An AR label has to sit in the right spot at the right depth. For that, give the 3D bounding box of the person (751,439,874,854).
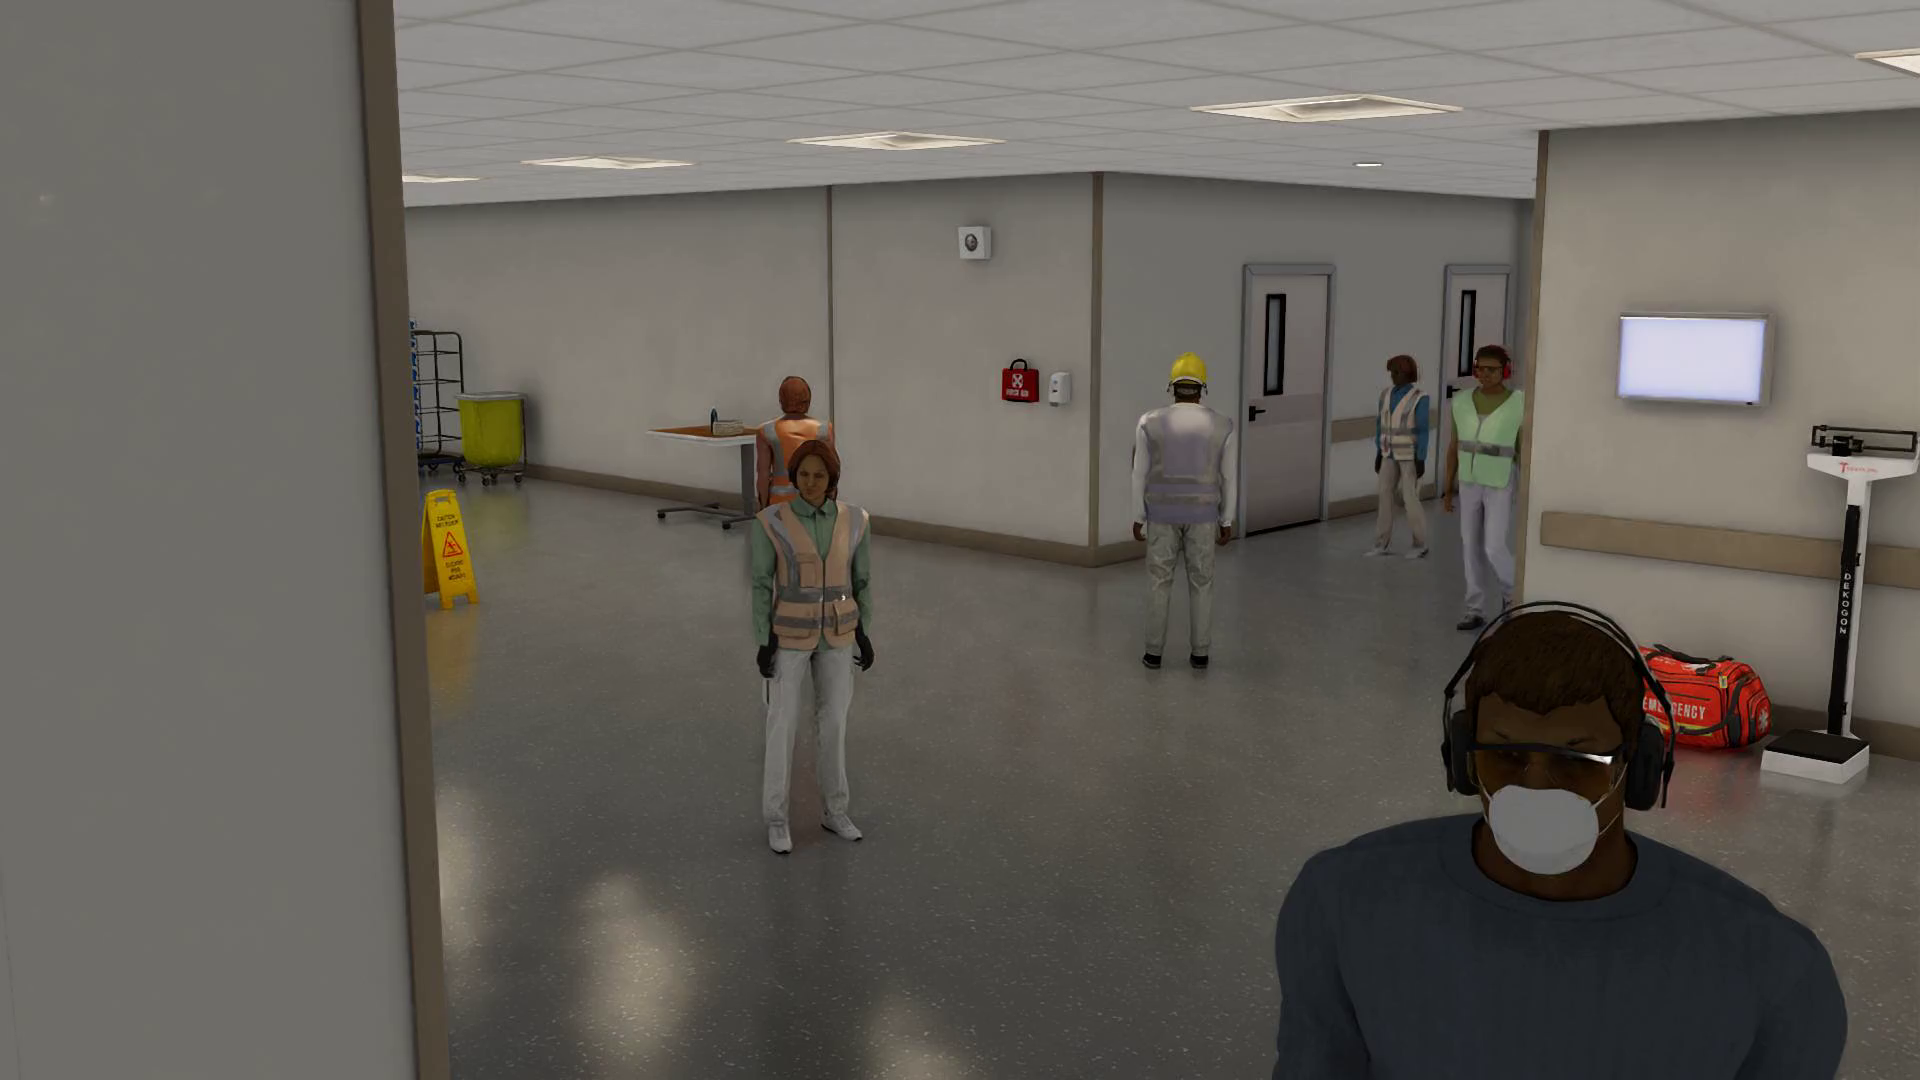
[{"bbox_3d":[-0.584,0.413,6.621,0.515,1.636,0.314,-4,10,-25],"label":"person"}]

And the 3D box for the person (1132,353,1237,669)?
[{"bbox_3d":[1.282,-0.159,9.554,0.598,1.827,0.403,1,9,4],"label":"person"}]

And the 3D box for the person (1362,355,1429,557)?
[{"bbox_3d":[3.530,-0.647,13.203,0.559,1.634,0.543,-5,11,-30],"label":"person"}]

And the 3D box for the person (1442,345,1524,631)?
[{"bbox_3d":[3.354,-0.326,10.572,0.432,1.831,0.561,-9,13,-43],"label":"person"}]

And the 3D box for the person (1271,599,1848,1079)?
[{"bbox_3d":[0.652,1.022,1.958,0.628,1.940,0.373,3,10,20],"label":"person"}]

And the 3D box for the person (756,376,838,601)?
[{"bbox_3d":[-1.009,-0.197,10.348,0.513,1.641,0.307,-2,10,-14],"label":"person"}]
